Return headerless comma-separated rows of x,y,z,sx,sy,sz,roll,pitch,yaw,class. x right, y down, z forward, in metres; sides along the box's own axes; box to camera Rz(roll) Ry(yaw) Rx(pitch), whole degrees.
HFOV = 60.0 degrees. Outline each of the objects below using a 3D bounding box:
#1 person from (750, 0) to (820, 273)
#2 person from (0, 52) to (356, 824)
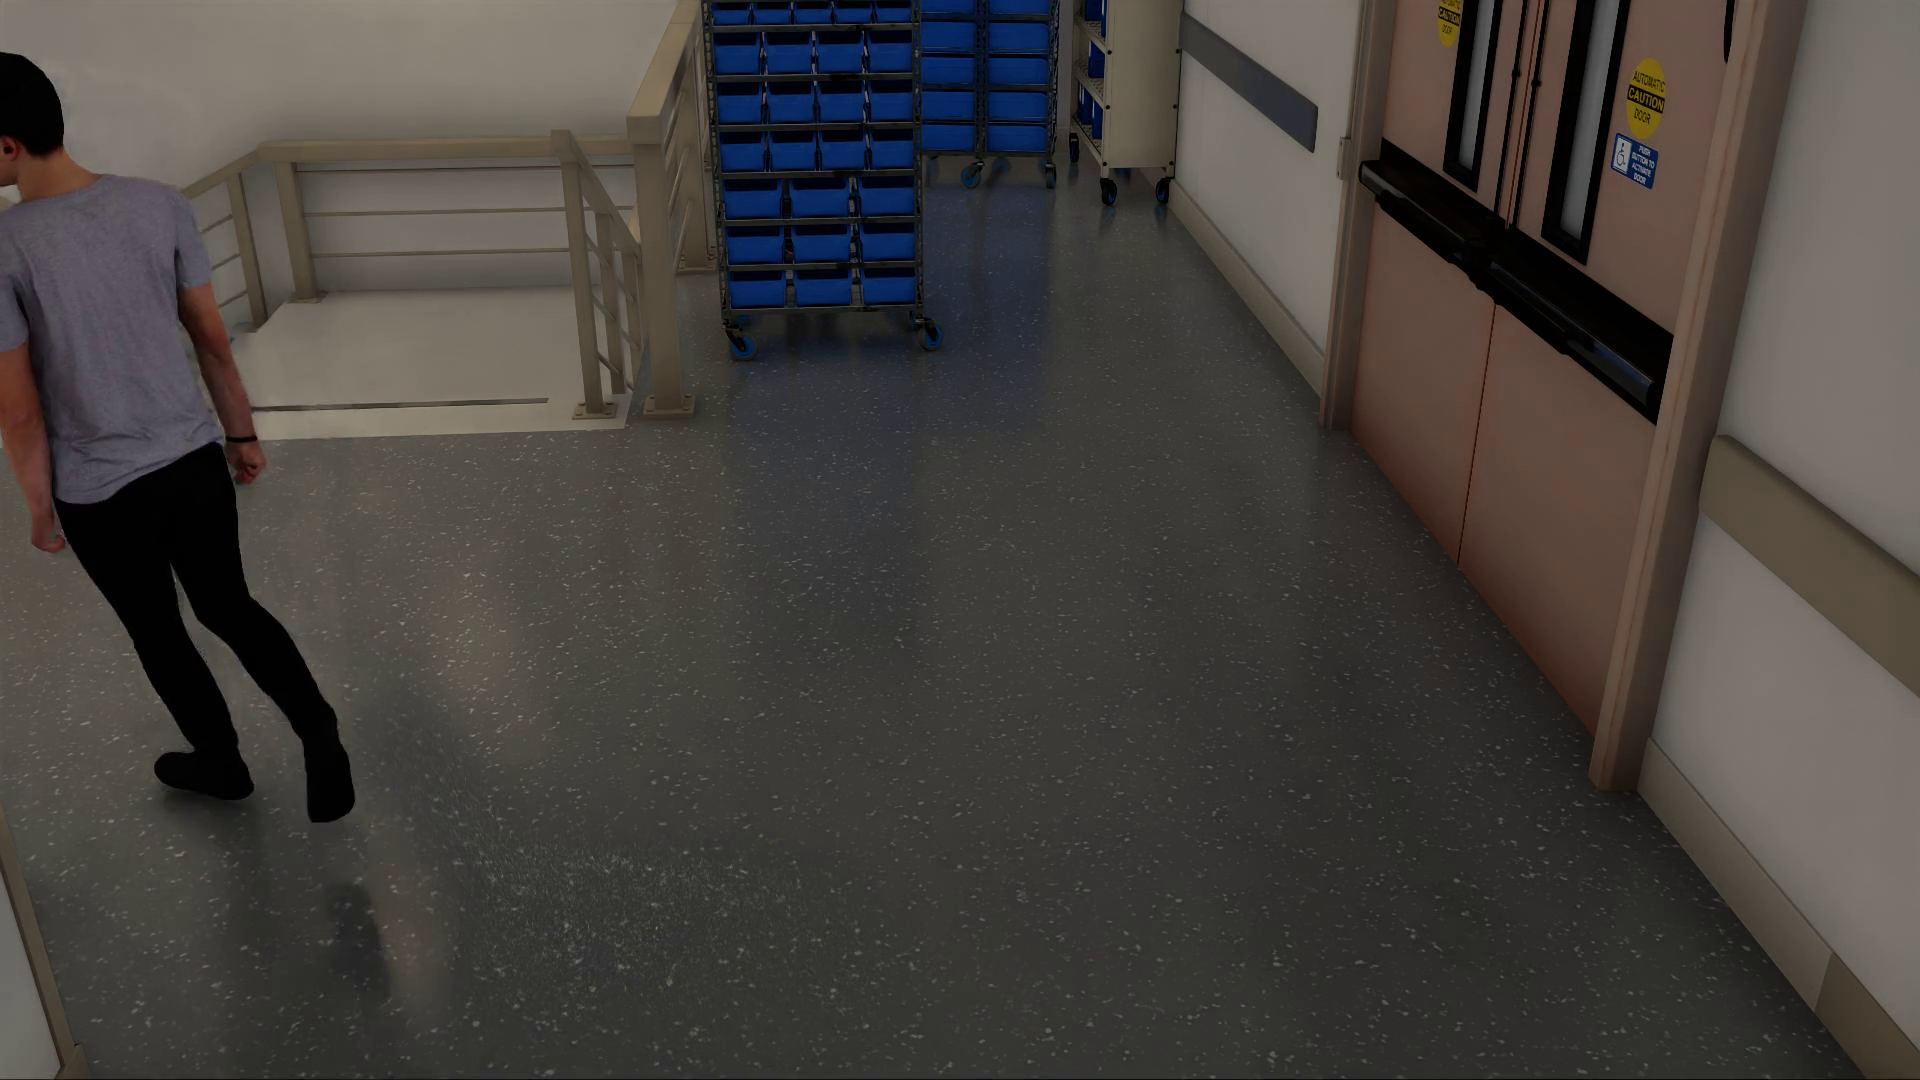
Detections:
-0.834,-2.251,8.081,0.828,1.837,0.707,12,28,23,person
-1.744,-0.102,3.637,1.138,1.826,1.093,21,33,36,person
